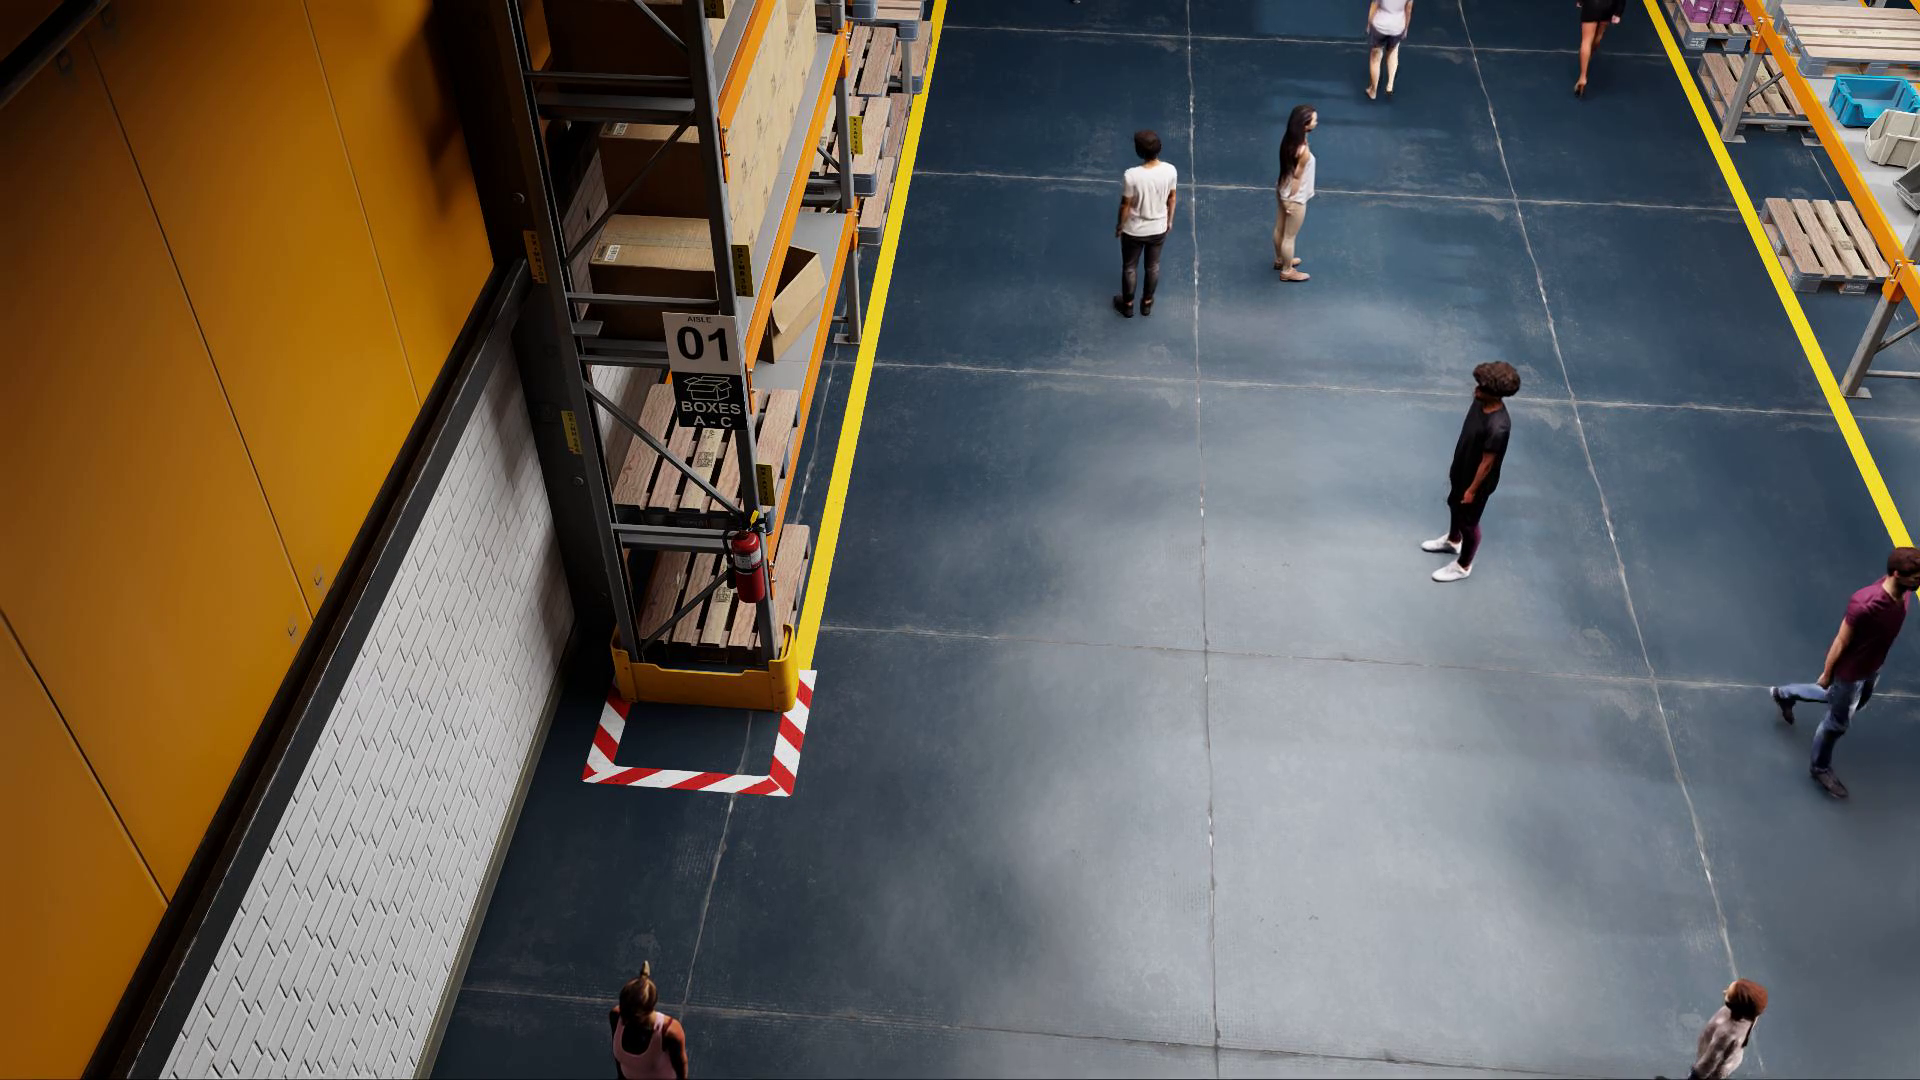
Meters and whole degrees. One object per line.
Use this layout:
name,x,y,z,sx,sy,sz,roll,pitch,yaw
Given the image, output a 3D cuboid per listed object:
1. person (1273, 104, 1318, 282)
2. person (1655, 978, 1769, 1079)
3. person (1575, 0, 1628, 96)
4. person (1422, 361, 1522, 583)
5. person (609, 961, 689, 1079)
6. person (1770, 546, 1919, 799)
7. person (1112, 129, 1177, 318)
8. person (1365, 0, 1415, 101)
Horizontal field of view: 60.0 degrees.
person,2.804,-2.932,14.083,0.680,1.654,0.629,-27,50,-25
person,3.943,2.664,8.547,0.717,1.187,0.774,-31,52,-28
person,6.348,-5.210,16.519,0.568,1.593,1.026,5,44,5
person,3.550,-0.497,11.435,0.707,1.780,0.543,-3,44,-3
person,-1.509,2.647,8.237,0.617,1.640,0.620,14,45,14
person,5.412,0.699,10.141,1.031,1.835,1.135,-24,49,-23
person,1.512,-2.605,13.696,0.706,1.714,0.654,-5,44,-5
person,4.230,-5.044,16.370,0.597,1.557,0.604,-3,44,-3
